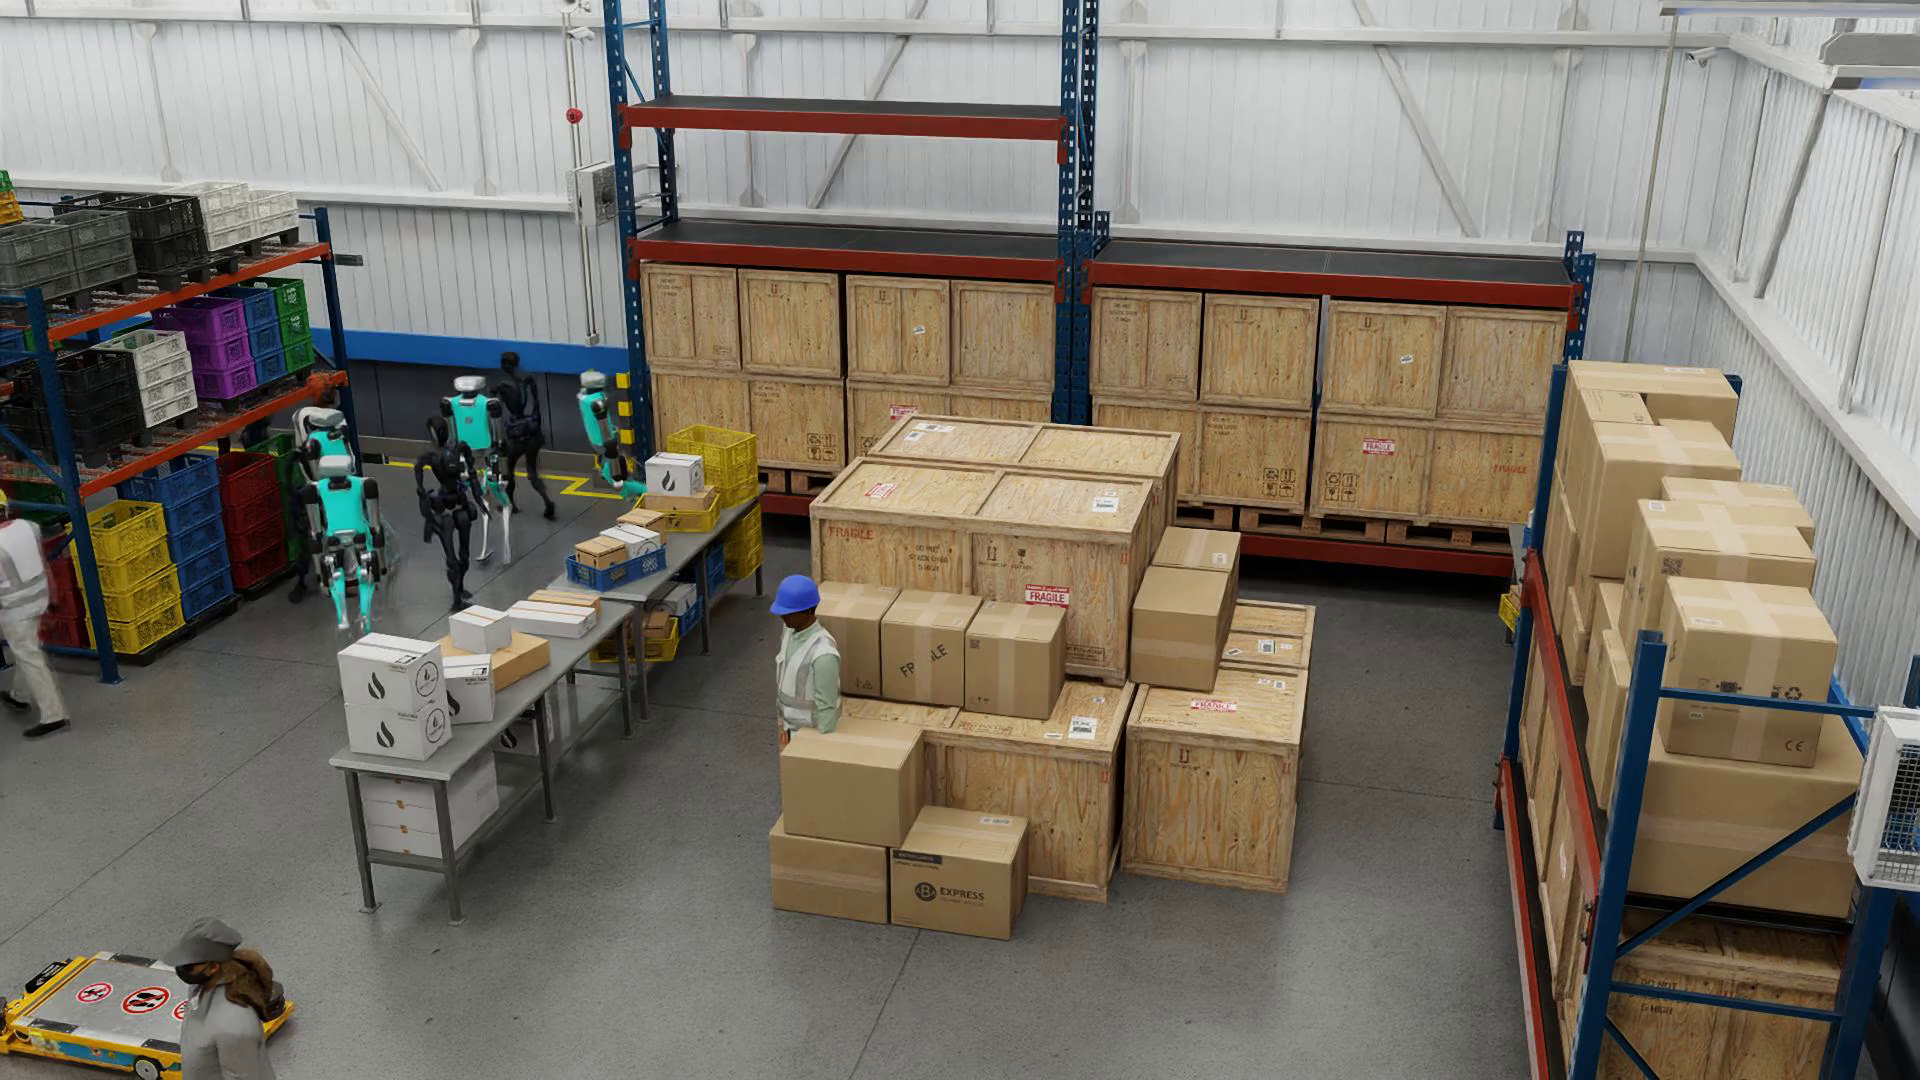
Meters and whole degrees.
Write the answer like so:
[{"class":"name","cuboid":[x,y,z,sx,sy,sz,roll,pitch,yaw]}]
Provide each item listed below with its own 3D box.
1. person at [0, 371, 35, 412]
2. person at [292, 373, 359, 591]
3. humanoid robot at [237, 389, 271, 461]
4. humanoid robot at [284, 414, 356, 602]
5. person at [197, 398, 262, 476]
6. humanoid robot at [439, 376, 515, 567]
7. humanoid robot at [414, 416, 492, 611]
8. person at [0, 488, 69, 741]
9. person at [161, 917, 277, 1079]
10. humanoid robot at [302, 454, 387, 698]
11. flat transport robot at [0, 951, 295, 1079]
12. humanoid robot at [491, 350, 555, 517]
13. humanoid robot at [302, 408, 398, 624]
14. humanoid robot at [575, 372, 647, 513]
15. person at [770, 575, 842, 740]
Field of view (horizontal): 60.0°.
[{"class":"person","cuboid":[-9.509,-1.392,16.509,0.429,1.829,0.648,-1,21,-2]},{"class":"person","cuboid":[-5.318,-0.489,14.062,0.580,1.882,0.338,10,23,25]},{"class":"humanoid robot","cuboid":[-6.780,-1.084,15.909,0.363,1.650,0.583,-9,23,-22]},{"class":"humanoid robot","cuboid":[-5.341,-0.272,13.797,0.478,1.644,0.613,19,28,40]},{"class":"person","cuboid":[-7.085,-1.354,16.107,0.613,2.040,0.389,-9,23,-21]},{"class":"humanoid robot","cuboid":[-4.165,-0.650,14.621,0.532,1.750,0.699,1,21,2]},{"class":"humanoid robot","cuboid":[-4.158,-0.243,13.746,0.596,1.636,0.621,18,27,39]},{"class":"person","cuboid":[-6.696,0.494,11.627,0.779,1.781,0.662,2,21,6]},{"class":"person","cuboid":[-2.968,2.319,6.875,0.395,1.769,0.564,-13,25,-31]},{"class":"humanoid robot","cuboid":[-4.481,0.322,12.212,0.530,1.776,1.016,-6,22,-16]},{"class":"flat transport robot","cuboid":[-4.270,2.464,8.601,1.431,0.231,0.659,5,22,13]},{"class":"humanoid robot","cuboid":[-4.174,-0.995,15.728,0.691,1.630,0.600,15,25,34]},{"class":"humanoid robot","cuboid":[-4.817,-0.182,13.493,0.748,1.782,0.550,4,21,11]},{"class":"humanoid robot","cuboid":[-2.939,-0.626,14.716,0.811,1.833,0.543,-11,24,-27]},{"class":"person","cuboid":[-0.899,1.100,9.838,0.410,1.939,0.606,-10,23,-24]}]
